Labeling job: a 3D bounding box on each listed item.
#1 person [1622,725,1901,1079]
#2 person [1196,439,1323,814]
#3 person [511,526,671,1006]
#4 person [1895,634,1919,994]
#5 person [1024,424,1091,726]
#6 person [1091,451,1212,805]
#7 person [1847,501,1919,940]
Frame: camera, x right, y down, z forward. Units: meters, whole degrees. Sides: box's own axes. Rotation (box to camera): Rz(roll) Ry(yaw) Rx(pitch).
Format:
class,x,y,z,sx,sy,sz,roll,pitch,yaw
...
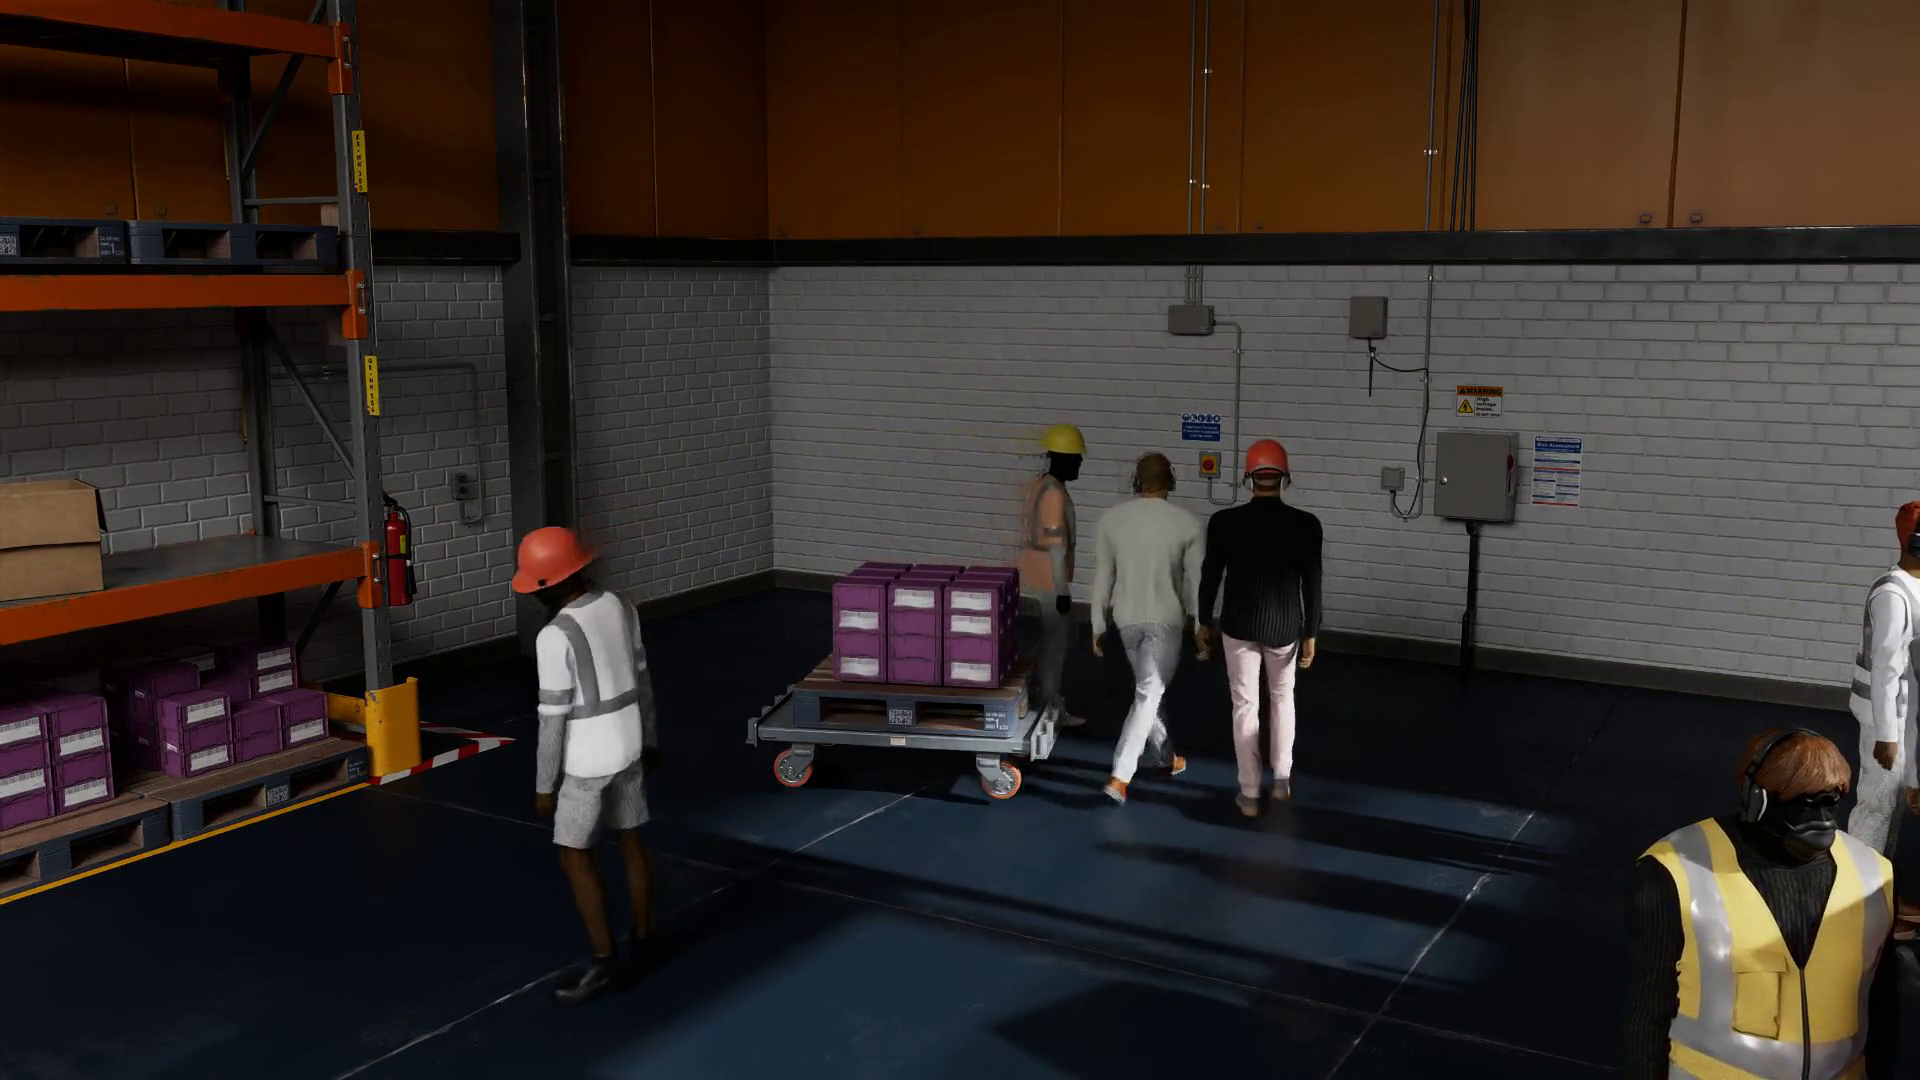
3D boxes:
class,x,y,z,sx,sy,sz,roll,pitch,yaw
person,1.847,1.318,3.847,0.626,1.836,0.428,0,9,1
person,1.576,0.442,8.858,0.628,1.974,0.615,0,9,2
person,-1.420,0.854,6.610,0.375,1.891,0.706,5,10,27
person,3.813,0.928,6.313,0.513,1.810,0.604,-3,9,-15
person,0.578,0.227,10.416,0.478,1.915,0.601,0,9,1
person,1.010,0.473,9.009,0.652,1.887,0.986,5,11,30
person,4.032,0.765,7.157,0.351,1.880,0.577,8,12,41
